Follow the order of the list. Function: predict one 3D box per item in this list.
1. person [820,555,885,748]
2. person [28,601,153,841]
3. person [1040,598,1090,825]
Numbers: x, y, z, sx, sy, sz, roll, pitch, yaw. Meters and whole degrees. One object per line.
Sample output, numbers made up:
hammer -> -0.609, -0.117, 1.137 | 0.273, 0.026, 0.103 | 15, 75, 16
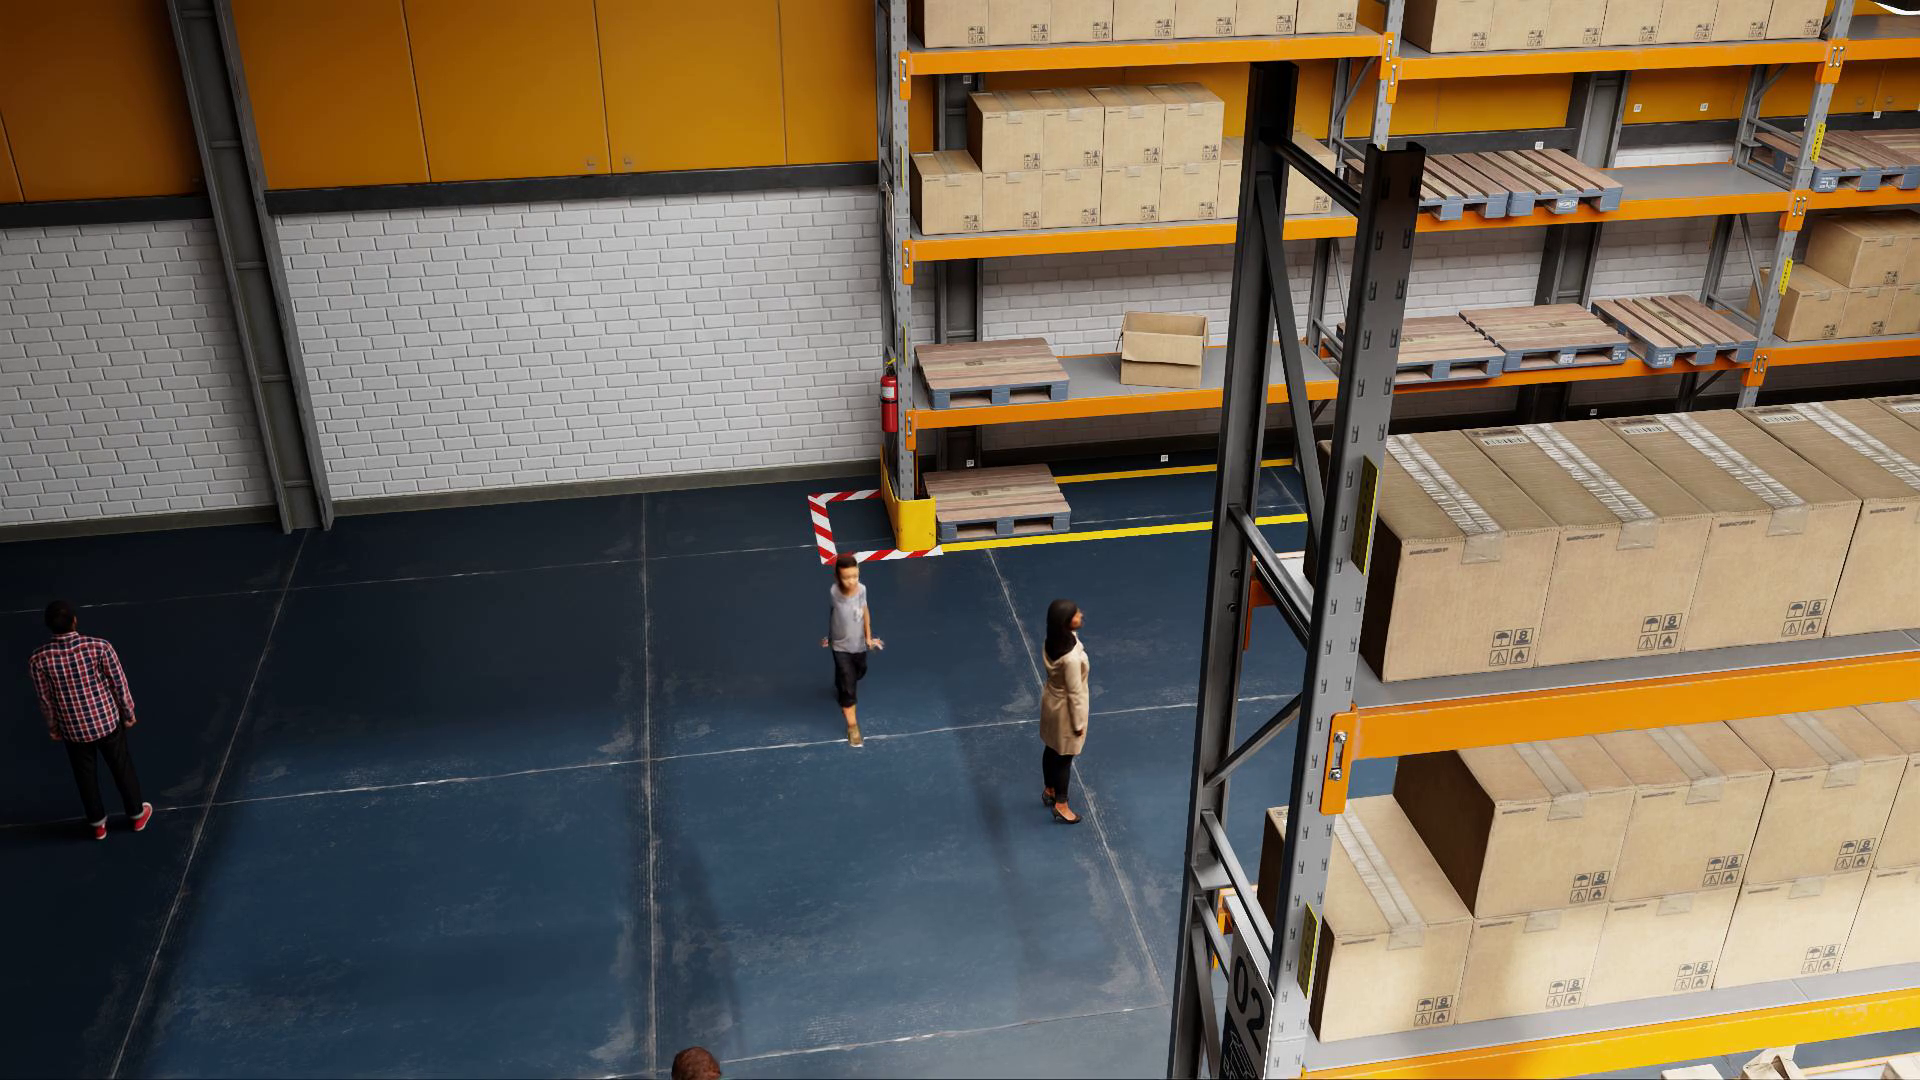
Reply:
person -> -0.824, 0.678, 12.135 | 0.982, 1.425, 0.746 | -9, 30, -17
person -> -5.699, 1.169, 10.885 | 0.625, 1.760, 0.807 | -13, 31, -22
person -> 0.683, 1.126, 11.045 | 0.547, 1.681, 0.651 | -8, 30, -14
